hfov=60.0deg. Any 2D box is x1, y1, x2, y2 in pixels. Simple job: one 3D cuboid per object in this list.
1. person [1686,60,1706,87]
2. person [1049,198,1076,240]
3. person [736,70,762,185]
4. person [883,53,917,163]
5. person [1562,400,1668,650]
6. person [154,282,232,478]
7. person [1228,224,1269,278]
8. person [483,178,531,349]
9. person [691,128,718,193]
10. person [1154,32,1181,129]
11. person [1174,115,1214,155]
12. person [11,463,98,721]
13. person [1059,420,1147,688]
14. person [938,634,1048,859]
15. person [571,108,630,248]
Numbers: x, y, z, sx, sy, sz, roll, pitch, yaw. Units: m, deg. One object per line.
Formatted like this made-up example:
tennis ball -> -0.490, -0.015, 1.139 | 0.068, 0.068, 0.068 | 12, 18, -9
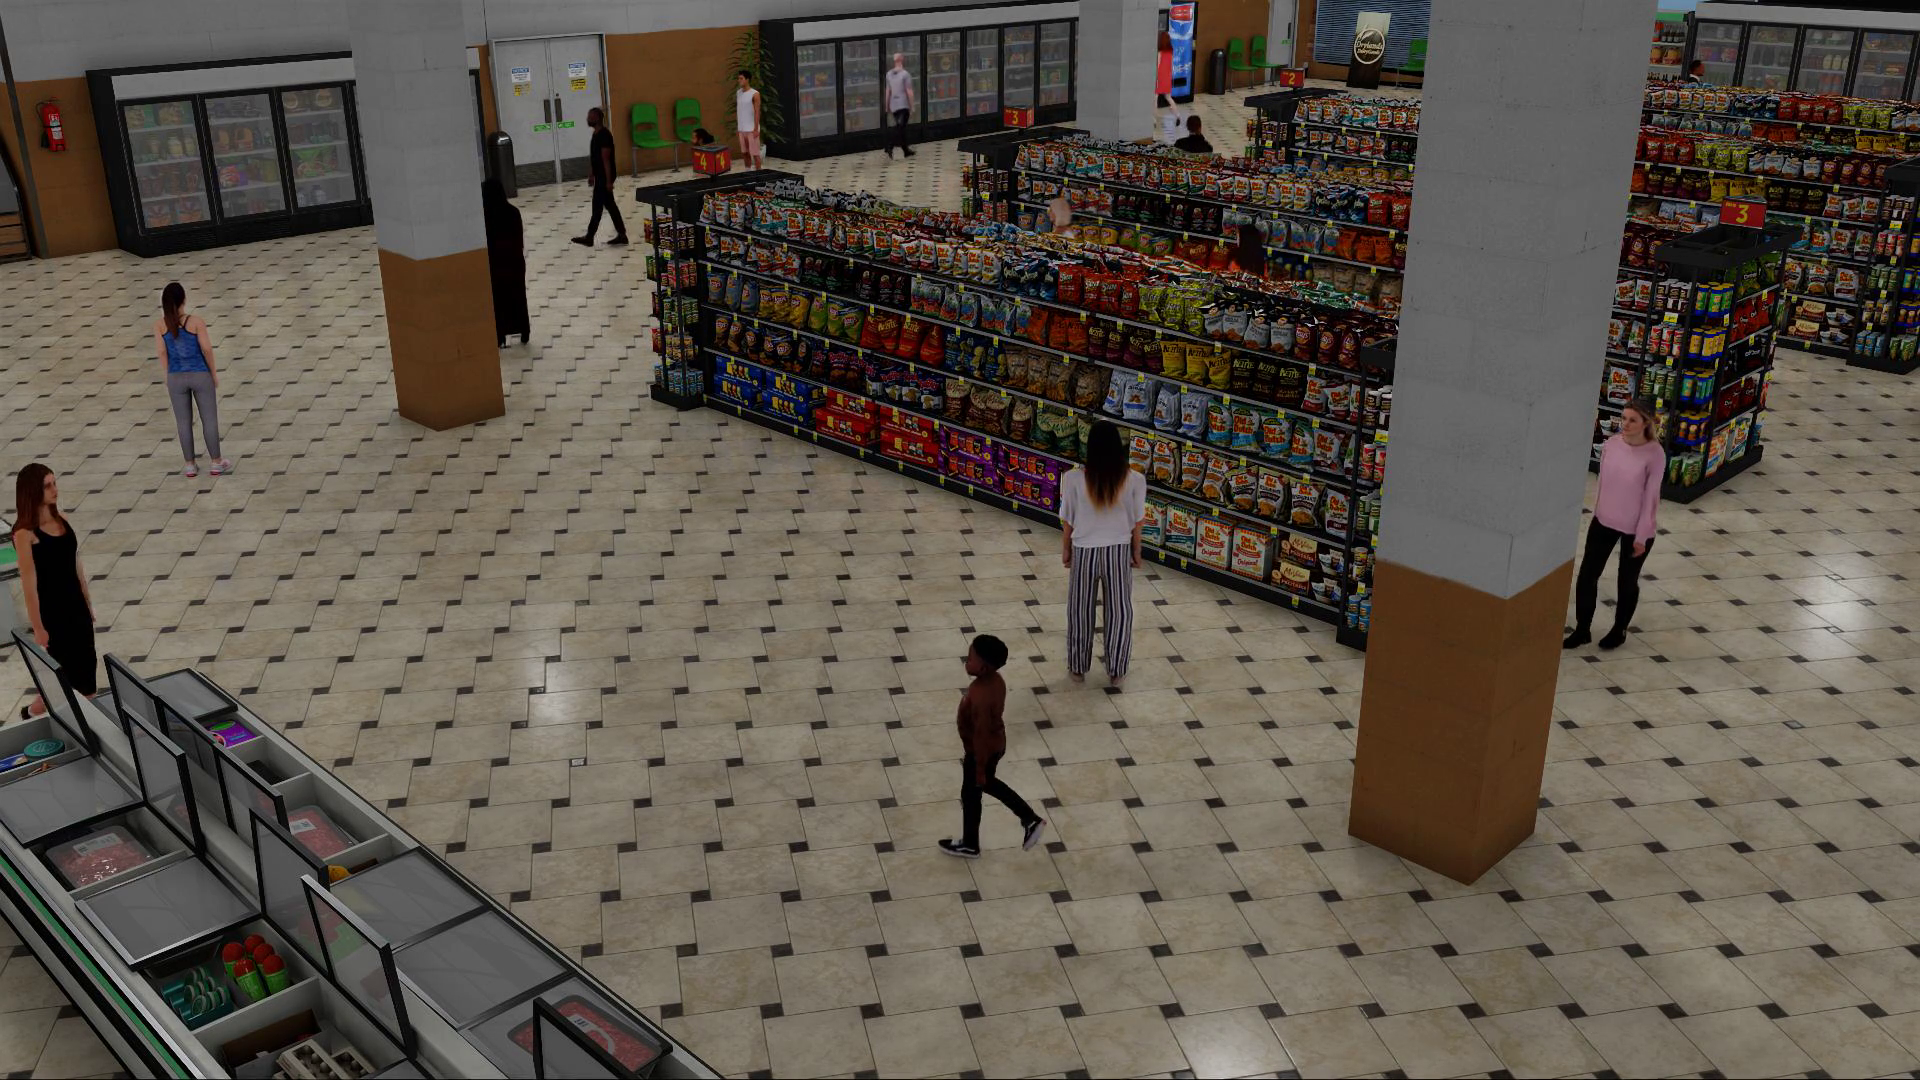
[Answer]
person -> 11.604, -6.679, 26.566 | 0.800, 1.919, 0.779 | 3, 22, 8
person -> 1.005, -2.509, 16.418 | 0.703, 1.749, 0.602 | -6, 23, -14
person -> -3.340, -6.542, 26.404 | 0.497, 1.786, 0.711 | 18, 28, 38
person -> -1.068, -7.358, 28.415 | 1.190, 1.800, 0.830 | 16, 27, 35
person -> 4.247, -0.094, 10.513 | 0.677, 1.670, 0.685 | -19, 29, -39
person -> -6.318, -1.318, 13.640 | 0.661, 1.610, 0.693 | -5, 22, -11
person -> 2.654, -1.997, 15.161 | 0.644, 1.734, 0.614 | -17, 27, -35
person -> -4.774, -2.888, 17.351 | 0.703, 1.756, 0.661 | -15, 26, -33
person -> -3.092, -4.235, 20.728 | 0.900, 1.738, 0.835 | -3, 22, -8
person -> 3.979, -8.807, 32.023 | 0.774, 1.799, 1.146 | -13, 25, -29
person -> 2.801, -4.273, 20.651 | 0.759, 1.866, 0.971 | 18, 28, 38
person -> -5.058, 0.404, 9.207 | 0.900, 1.719, 0.813 | 4, 22, 9
person -> 0.854, 0.086, 10.052 | 0.766, 1.679, 0.846 | 2, 22, 6
person -> 0.177, 1.041, 8.258 | 0.873, 1.244, 0.740 | 6, 23, 14
person -> -4.639, -4.788, 22.029 | 0.997, 1.793, 1.059 | -8, 23, -20
